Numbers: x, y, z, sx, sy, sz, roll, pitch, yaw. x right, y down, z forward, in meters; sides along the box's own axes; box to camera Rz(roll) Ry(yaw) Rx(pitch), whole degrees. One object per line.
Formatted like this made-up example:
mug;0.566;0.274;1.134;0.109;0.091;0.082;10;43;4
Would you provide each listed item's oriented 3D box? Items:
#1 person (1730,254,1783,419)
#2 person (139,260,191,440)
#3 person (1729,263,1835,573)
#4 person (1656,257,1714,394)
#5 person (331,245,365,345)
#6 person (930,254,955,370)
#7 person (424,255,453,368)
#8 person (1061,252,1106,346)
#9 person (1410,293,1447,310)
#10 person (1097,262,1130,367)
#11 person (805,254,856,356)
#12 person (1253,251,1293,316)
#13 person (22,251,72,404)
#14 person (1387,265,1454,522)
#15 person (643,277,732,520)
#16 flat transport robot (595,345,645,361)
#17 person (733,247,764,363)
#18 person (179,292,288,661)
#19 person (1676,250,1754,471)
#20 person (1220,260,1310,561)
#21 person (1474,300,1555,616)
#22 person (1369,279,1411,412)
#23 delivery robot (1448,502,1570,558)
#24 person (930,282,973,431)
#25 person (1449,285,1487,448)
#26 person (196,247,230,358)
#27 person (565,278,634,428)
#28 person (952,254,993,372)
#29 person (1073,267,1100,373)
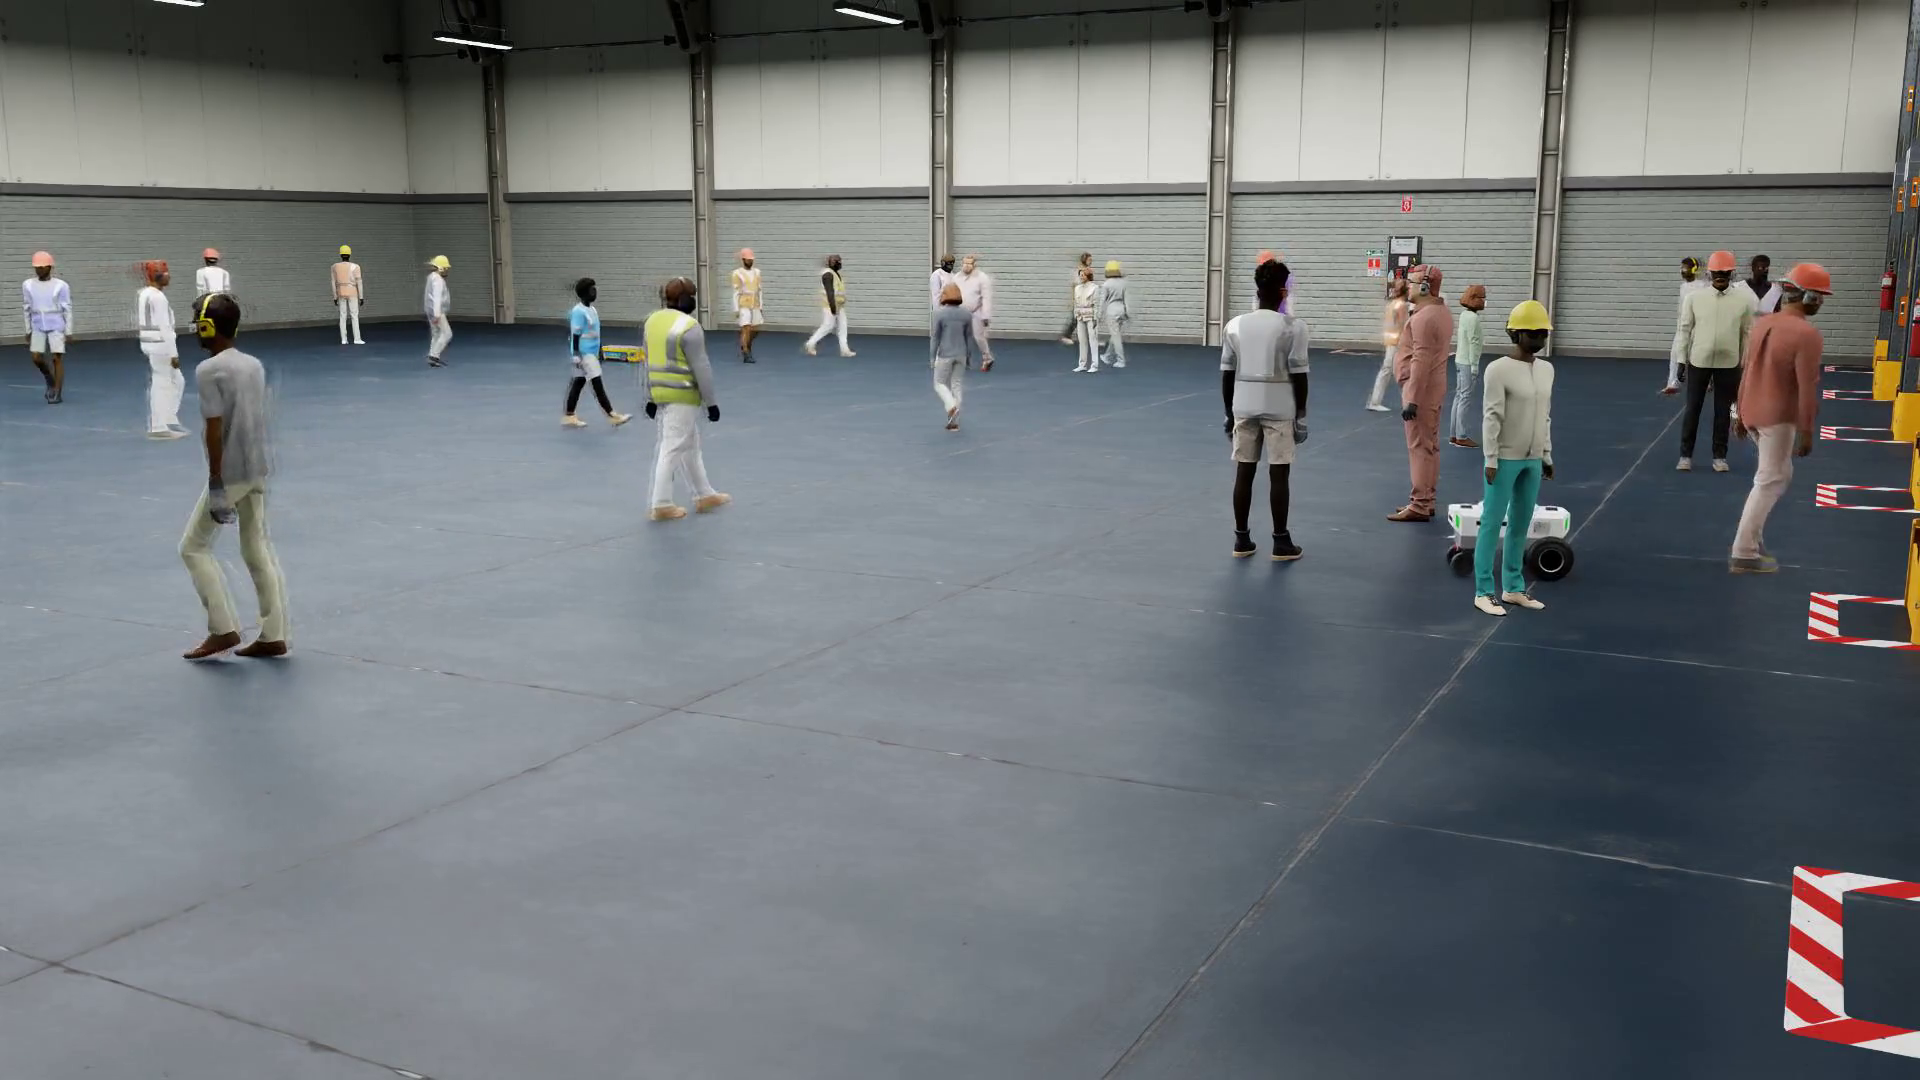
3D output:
person;9.109;-2.312;19.093;0.616;1.907;0.450;0;10;1
person;-8.249;-1.975;17.360;0.571;1.867;0.605;-8;13;-36
person;5.159;-0.757;10.506;0.587;1.954;0.643;-1;10;-6
person;9.845;-2.861;22.306;0.834;1.839;0.517;-3;11;-16
person;-11.958;-4.781;32.500;0.594;1.929;0.352;0;10;0
person;-0.211;-3.610;26.379;0.430;1.838;0.619;7;12;32
person;-8.345;-3.647;26.662;0.462;1.805;0.659;-4;11;-22
person;2.359;-4.647;32.133;0.945;1.808;0.522;4;11;22
person;6.529;-2.918;23.242;0.507;1.605;0.795;1;10;5
person;2.476;-3.689;27.190;0.495;1.690;0.908;-6;12;-31
person;-2.285;-4.124;29.254;0.818;1.813;0.623;3;11;16
person;4.803;-3.460;25.439;0.632;1.886;0.606;4;11;23
person;-11.573;-2.691;21.110;0.563;1.927;0.423;-2;11;-10
person;3.436;-1.092;12.442;0.407;1.913;0.641;5;12;26
person;-2.017;-1.072;12.609;0.876;1.803;0.647;-9;14;-40
flat transport robot;-5.743;-3.199;28.405;1.431;0.197;0.652;7;12;33
person;-3.555;-3.921;27.828;0.556;1.925;0.509;-8;13;-39
person;-3.684;-0.301;8.309;0.608;1.849;0.526;2;11;12
person;6.816;-1.611;15.041;0.623;1.992;0.396;3;11;18
person;2.008;-0.845;10.939;0.608;1.966;0.374;7;13;34
person;3.154;-0.460;9.388;0.524;1.769;0.316;-6;12;-29
person;5.372;-2.342;20.111;0.860;1.592;0.551;1;10;4
delivery robot;3.447;-0.099;10.473;0.707;0.478;0.477;2;11;10
person;-0.081;-1.986;18.097;0.520;1.619;0.427;-5;11;-24
person;5.150;-1.755;16.816;0.268;1.631;0.507;1;10;4
person;-12.675;-4.012;28.333;0.604;1.921;0.568;8;13;38
person;-4.022;-2.047;18.327;0.843;1.648;0.552;1;10;4
person;0.181;-3.490;25.694;0.692;1.858;0.967;4;11;22
person;1.971;-3.424;25.922;0.312;1.635;0.511;-10;14;-43
